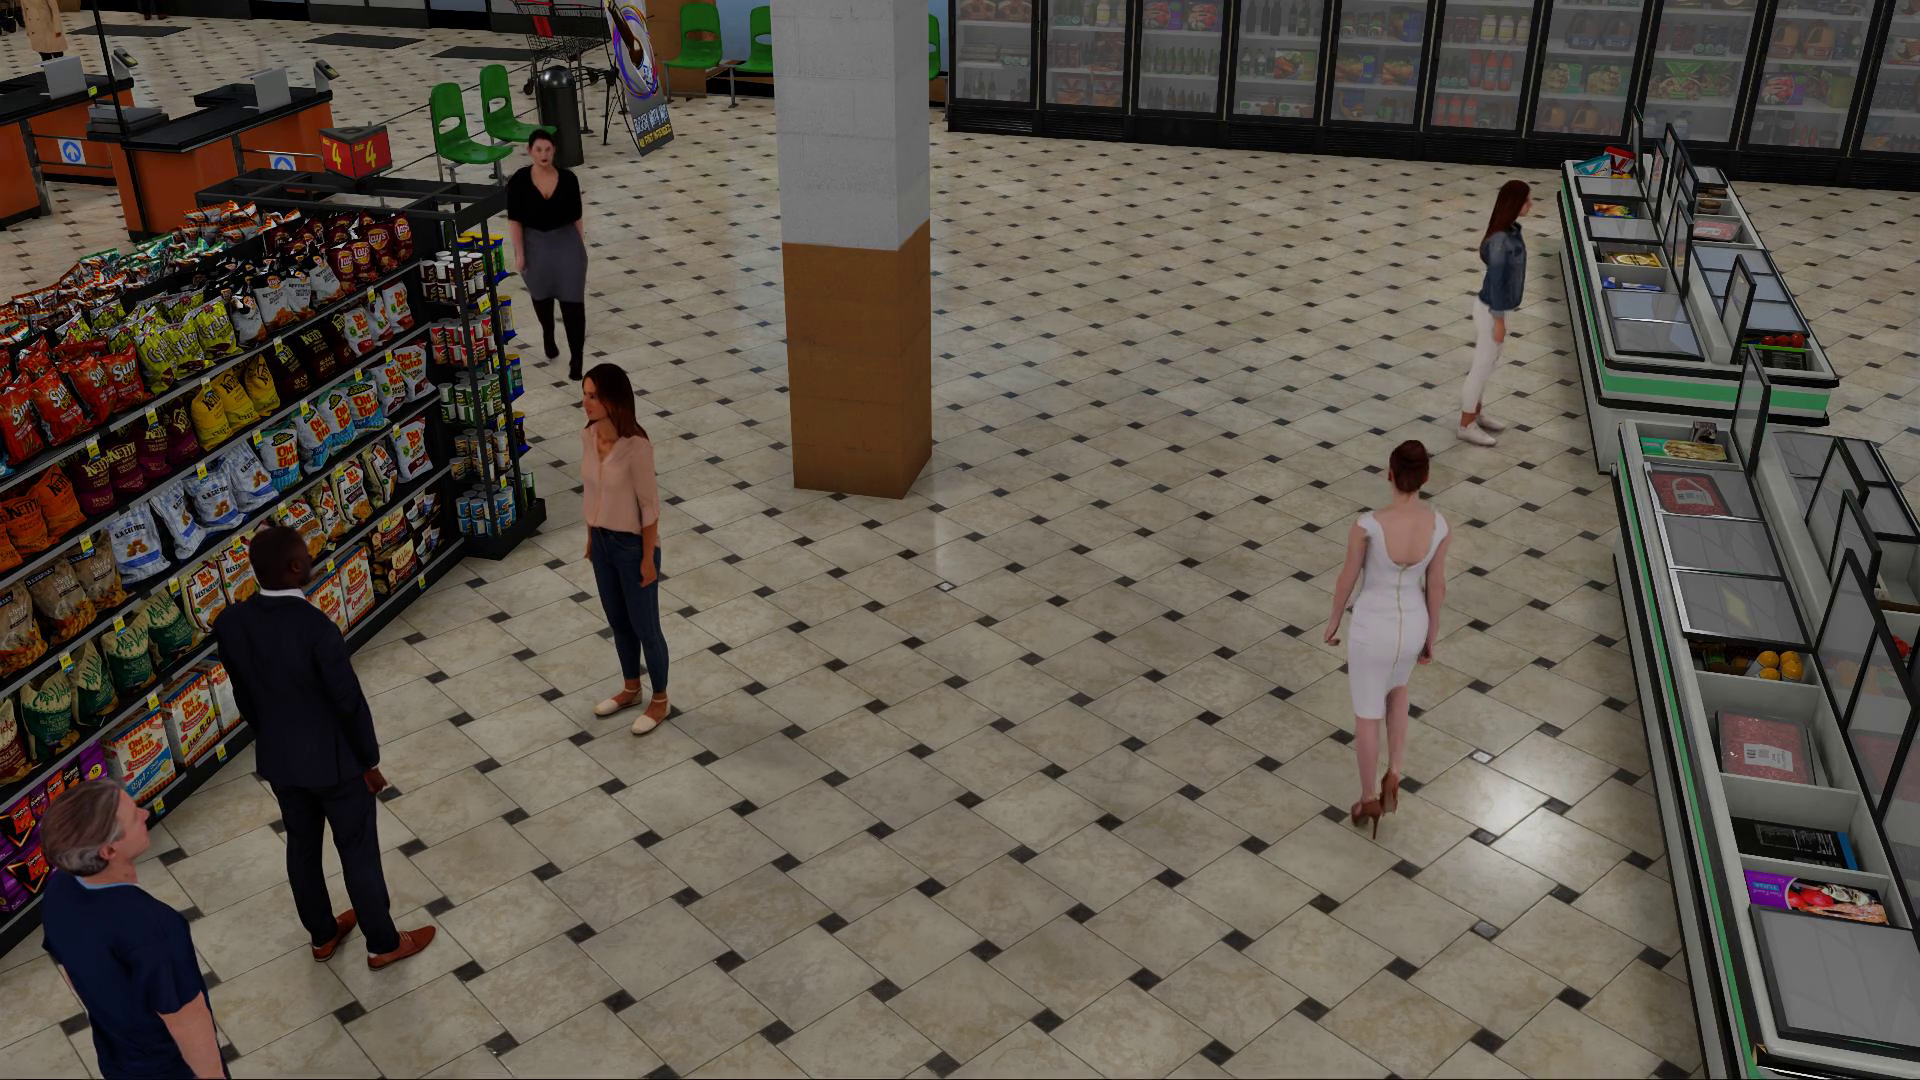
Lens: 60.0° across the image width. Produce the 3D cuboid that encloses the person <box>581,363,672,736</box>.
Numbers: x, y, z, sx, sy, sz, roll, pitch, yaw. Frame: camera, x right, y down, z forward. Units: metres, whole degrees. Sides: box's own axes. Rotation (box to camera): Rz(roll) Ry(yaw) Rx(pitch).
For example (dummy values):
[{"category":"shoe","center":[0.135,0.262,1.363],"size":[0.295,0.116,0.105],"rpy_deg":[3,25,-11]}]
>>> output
[{"category":"person","center":[-1.515,0.036,7.543],"size":[0.664,1.792,0.654],"rpy_deg":[20,33,34]}]

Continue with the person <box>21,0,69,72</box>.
[{"category":"person","center":[-10.782,-6.017,19.602],"size":[0.624,1.681,0.516],"rpy_deg":[7,28,14]}]

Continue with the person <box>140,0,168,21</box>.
[{"category":"person","center":[-12.148,-8.633,24.714],"size":[0.707,1.723,0.676],"rpy_deg":[-5,27,-10]}]

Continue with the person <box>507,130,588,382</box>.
[{"category":"person","center":[-2.891,-2.000,11.657],"size":[1.001,1.704,1.211],"rpy_deg":[-7,28,-13]}]

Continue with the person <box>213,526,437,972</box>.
[{"category":"person","center":[-2.334,0.782,6.035],"size":[0.698,1.825,0.613],"rpy_deg":[9,28,17]}]

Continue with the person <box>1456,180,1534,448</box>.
[{"category":"person","center":[3.368,-1.454,10.582],"size":[0.720,1.701,0.528],"rpy_deg":[13,29,23]}]

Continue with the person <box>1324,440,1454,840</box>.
[{"category":"person","center":[1.740,0.457,6.721],"size":[0.673,1.786,0.693],"rpy_deg":[-2,27,-5]}]

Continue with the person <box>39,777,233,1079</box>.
[{"category":"person","center":[-2.232,1.462,4.645],"size":[0.727,1.871,0.665],"rpy_deg":[16,31,28]}]
